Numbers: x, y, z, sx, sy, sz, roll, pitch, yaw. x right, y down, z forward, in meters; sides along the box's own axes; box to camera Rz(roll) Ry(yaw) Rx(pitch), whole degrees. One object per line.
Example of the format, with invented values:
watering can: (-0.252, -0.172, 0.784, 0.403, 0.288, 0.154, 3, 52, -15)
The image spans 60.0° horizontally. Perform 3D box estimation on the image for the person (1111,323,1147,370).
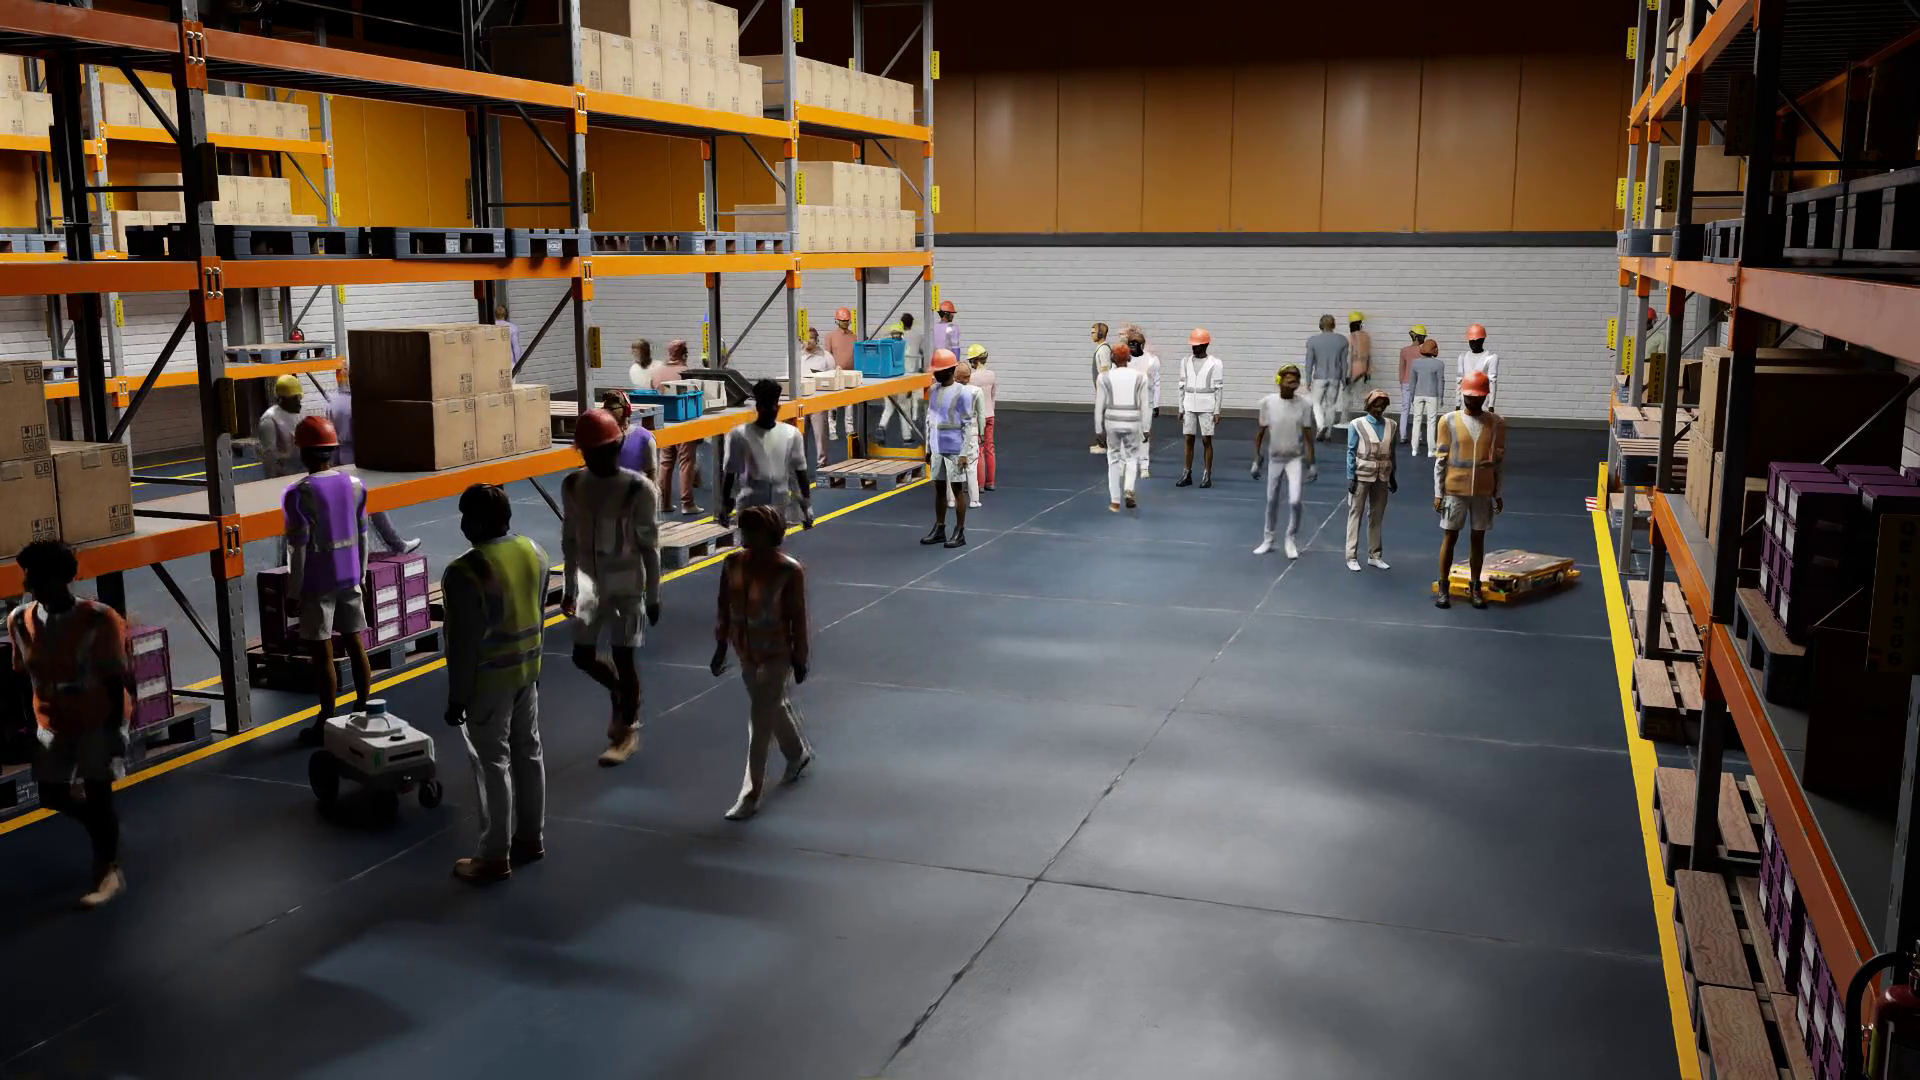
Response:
person: (2.204, -1.952, 22.260, 0.518, 1.880, 0.666, -5, 11, -27)

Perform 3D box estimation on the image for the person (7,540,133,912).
person: (-3.898, 0.796, 7.382, 0.541, 1.673, 0.487, 1, 10, 4)

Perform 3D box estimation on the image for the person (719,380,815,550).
person: (-1.487, -0.286, 12.824, 0.636, 1.904, 1.017, -5, 11, -25)

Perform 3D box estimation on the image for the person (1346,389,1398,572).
person: (3.705, -0.540, 14.991, 0.514, 1.640, 0.310, -4, 11, -19)

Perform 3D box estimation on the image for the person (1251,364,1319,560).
person: (3.046, -0.733, 15.545, 0.612, 1.832, 0.599, 3, 11, 18)

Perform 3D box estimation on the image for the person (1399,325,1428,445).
person: (6.679, -2.269, 24.391, 0.327, 1.761, 0.522, -8, 13, -38)

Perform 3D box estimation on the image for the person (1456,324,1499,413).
person: (6.511, -1.757, 21.033, 0.543, 1.933, 0.382, 9, 14, 42)

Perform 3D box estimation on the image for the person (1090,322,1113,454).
person: (1.988, -2.128, 23.353, 0.328, 1.844, 0.513, 1, 10, 6)

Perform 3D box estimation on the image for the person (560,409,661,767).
person: (-1.965, 0.257, 9.415, 0.629, 2.025, 0.535, 4, 11, 20)

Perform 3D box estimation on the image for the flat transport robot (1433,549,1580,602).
flat transport robot: (4.676, 0.288, 14.180, 0.652, 0.197, 1.431, 9, 14, 42)

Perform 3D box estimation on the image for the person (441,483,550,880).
person: (-2.169, 0.650, 7.719, 0.429, 1.845, 0.622, 4, 11, 23)

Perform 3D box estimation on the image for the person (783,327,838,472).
person: (-1.881, -1.710, 20.852, 0.697, 1.904, 0.403, 1, 10, 4)

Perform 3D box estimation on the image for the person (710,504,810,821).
person: (-1.001, 0.588, 8.749, 0.507, 1.603, 0.840, 7, 12, 33)

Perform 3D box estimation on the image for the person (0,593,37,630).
person: (-7.171, -0.223, 12.561, 0.533, 1.869, 0.320, 4, 11, 22)

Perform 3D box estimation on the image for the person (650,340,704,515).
person: (-3.055, -1.228, 18.149, 0.649, 1.900, 0.395, 5, 11, 27)

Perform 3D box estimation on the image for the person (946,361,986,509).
person: (0.027, -1.162, 18.477, 0.523, 1.645, 0.306, 1, 10, 7)

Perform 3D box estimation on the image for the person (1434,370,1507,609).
person: (4.095, -0.399, 13.365, 0.550, 1.933, 0.374, 1, 10, 6)

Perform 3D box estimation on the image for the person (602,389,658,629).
person: (-2.558, -0.235, 12.690, 0.568, 1.843, 0.374, 4, 11, 19)

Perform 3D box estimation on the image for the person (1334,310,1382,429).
person: (6.307, -2.680, 26.315, 0.596, 1.902, 0.797, -8, 13, -37)

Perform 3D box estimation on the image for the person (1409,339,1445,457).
person: (6.460, -1.967, 23.041, 0.501, 1.633, 0.282, 8, 13, 39)

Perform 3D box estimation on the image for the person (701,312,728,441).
person: (-3.634, -2.411, 24.661, 0.385, 1.948, 0.605, -4, 11, -20)

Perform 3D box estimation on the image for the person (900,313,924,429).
person: (-0.841, -2.679, 26.460, 0.552, 1.847, 0.431, -3, 11, -19)

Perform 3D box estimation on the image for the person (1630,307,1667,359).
person: (10.300, -2.502, 25.040, 0.375, 1.995, 0.611, -9, 13, -41)

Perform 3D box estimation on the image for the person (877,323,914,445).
person: (-0.970, -2.259, 24.243, 0.624, 1.797, 0.631, 5, 11, 24)

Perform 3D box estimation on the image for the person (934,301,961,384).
person: (-0.235, -2.778, 26.471, 0.609, 2.040, 0.394, 8, 13, 37)

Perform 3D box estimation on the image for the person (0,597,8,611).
person: (-7.808, -0.280, 13.263, 0.535, 1.741, 0.756, -1, 10, -5)

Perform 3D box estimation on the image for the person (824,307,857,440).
person: (-1.748, -2.497, 25.009, 0.612, 1.994, 0.395, -5, 11, -27)

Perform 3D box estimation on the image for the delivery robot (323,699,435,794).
delivery robot: (-3.034, 1.076, 8.679, 0.477, 0.478, 0.707, -9, 14, -41)

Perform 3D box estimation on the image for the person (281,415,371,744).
person: (-3.731, 0.236, 9.781, 0.360, 1.939, 0.543, 7, 12, 33)

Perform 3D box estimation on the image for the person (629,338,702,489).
person: (-3.467, -1.430, 19.358, 0.655, 1.886, 0.986, 7, 12, 33)

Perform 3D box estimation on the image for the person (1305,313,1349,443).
person: (5.401, -2.359, 24.445, 0.640, 1.924, 0.560, 0, 10, 2)

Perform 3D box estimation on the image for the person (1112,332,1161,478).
person: (2.203, -1.694, 20.926, 0.633, 1.839, 0.429, 1, 10, 5)

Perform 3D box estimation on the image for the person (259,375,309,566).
person: (-5.895, -0.566, 14.724, 0.584, 1.790, 0.584, 1, 10, 5)

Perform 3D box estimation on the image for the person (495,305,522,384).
person: (-7.576, -2.930, 27.607, 0.627, 1.940, 0.371, 2, 10, 9)

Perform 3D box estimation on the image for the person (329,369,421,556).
person: (-5.284, -0.659, 15.029, 0.673, 1.856, 0.959, 8, 13, 38)

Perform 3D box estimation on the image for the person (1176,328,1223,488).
person: (2.882, -1.586, 20.062, 0.542, 1.931, 0.376, 6, 11, 29)

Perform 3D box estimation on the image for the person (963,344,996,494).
person: (0.226, -1.426, 19.651, 0.323, 1.761, 0.523, 7, 12, 35)

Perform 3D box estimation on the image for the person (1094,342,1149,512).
person: (1.767, -1.236, 18.266, 0.600, 1.865, 0.415, 0, 10, 0)

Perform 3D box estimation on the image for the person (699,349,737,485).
person: (-2.928, -1.535, 20.357, 0.513, 1.715, 0.523, -5, 11, -26)

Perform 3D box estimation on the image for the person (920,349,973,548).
person: (-0.139, -0.885, 16.123, 0.542, 1.928, 0.374, 9, 13, 41)
